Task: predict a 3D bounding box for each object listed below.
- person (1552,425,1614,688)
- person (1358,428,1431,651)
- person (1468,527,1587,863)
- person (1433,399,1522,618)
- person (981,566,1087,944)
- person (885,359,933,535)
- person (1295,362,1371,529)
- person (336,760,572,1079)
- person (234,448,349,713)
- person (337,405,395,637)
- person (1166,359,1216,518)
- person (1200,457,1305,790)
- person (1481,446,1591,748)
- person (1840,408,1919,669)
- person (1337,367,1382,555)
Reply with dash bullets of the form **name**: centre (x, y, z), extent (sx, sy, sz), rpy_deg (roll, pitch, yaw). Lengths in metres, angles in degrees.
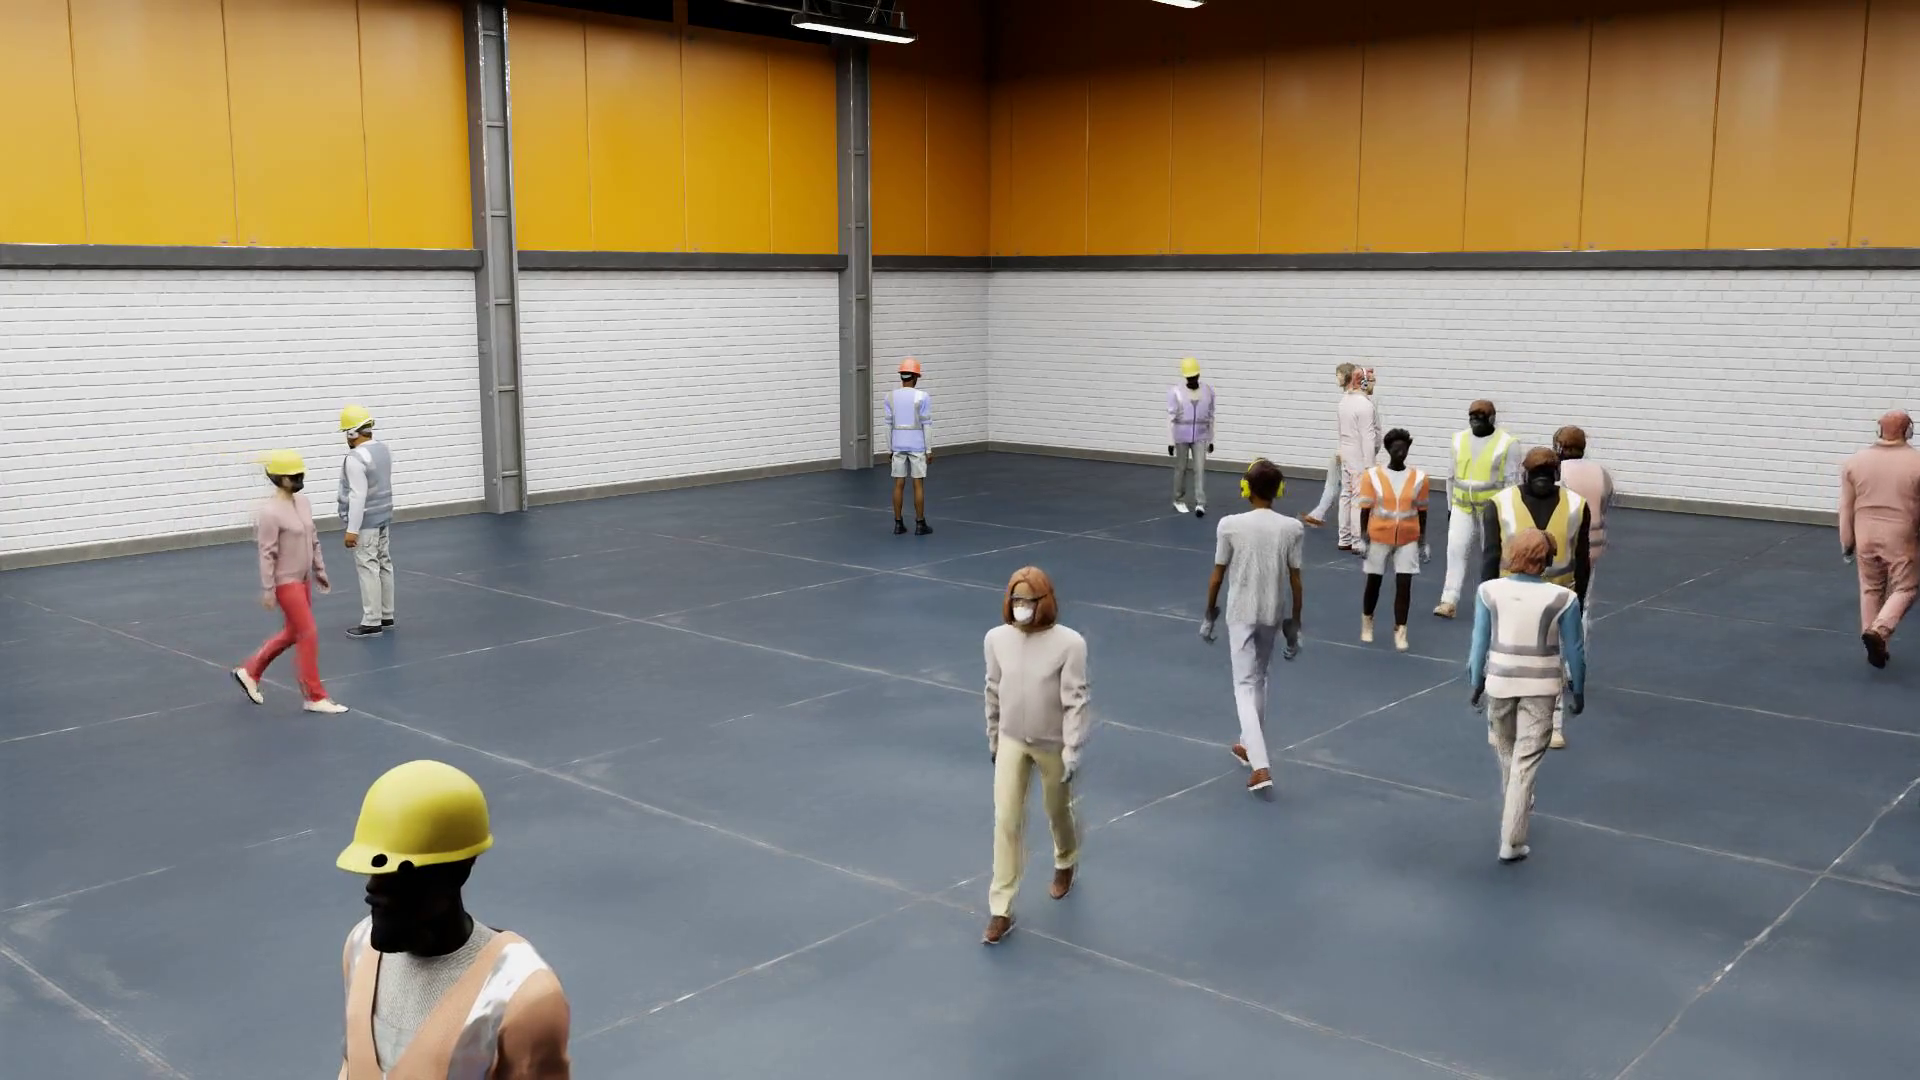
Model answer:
- **person**: centre (4.144, 0.119, 11.417), extent (0.628, 1.815, 0.473), rpy_deg (-2, 9, -14)
- **person**: centre (3.305, -0.008, 12.669), extent (0.556, 1.715, 0.421), rpy_deg (1, 9, 5)
- **person**: centre (2.825, 0.734, 8.225), extent (0.526, 1.599, 0.846), rpy_deg (7, 12, 38)
- **person**: centre (4.223, -0.236, 13.648), extent (0.651, 1.809, 0.861), rpy_deg (7, 12, 39)
- **person**: centre (0.337, 0.888, 7.309), extent (0.494, 1.590, 0.859), rpy_deg (3, 10, 20)
- **person**: centre (-0.548, -1.011, 18.163), extent (0.542, 1.929, 0.369), rpy_deg (3, 10, 19)
- **person**: centre (4.279, -1.019, 18.391), extent (1.010, 1.880, 0.655), rpy_deg (2, 9, 10)
- **person**: centre (-1.000, 1.363, 3.244), extent (0.588, 1.930, 0.364), rpy_deg (5, 11, 30)
- **person**: centre (-4.389, 0.258, 10.792), extent (0.773, 1.738, 0.522), rpy_deg (1, 9, 4)
- **person**: centre (-4.671, -0.147, 13.065), extent (0.403, 1.822, 0.588), rpy_deg (1, 9, 6)
- **person**: centre (2.722, -1.195, 19.516), extent (0.637, 1.855, 1.011), rpy_deg (-1, 9, -6)
- **person**: centre (1.642, 0.449, 9.304), extent (0.530, 1.834, 0.912), rpy_deg (-2, 9, -10)
- **person**: centre (3.439, 0.346, 9.960), extent (0.625, 1.835, 0.432), rpy_deg (2, 9, 11)
- **person**: centre (6.642, -0.003, 11.932), extent (0.687, 1.888, 0.659), rpy_deg (-8, 12, -40)
- **person**: centre (4.083, -0.806, 16.943), extent (0.409, 1.909, 0.640), rpy_deg (-2, 9, -11)
